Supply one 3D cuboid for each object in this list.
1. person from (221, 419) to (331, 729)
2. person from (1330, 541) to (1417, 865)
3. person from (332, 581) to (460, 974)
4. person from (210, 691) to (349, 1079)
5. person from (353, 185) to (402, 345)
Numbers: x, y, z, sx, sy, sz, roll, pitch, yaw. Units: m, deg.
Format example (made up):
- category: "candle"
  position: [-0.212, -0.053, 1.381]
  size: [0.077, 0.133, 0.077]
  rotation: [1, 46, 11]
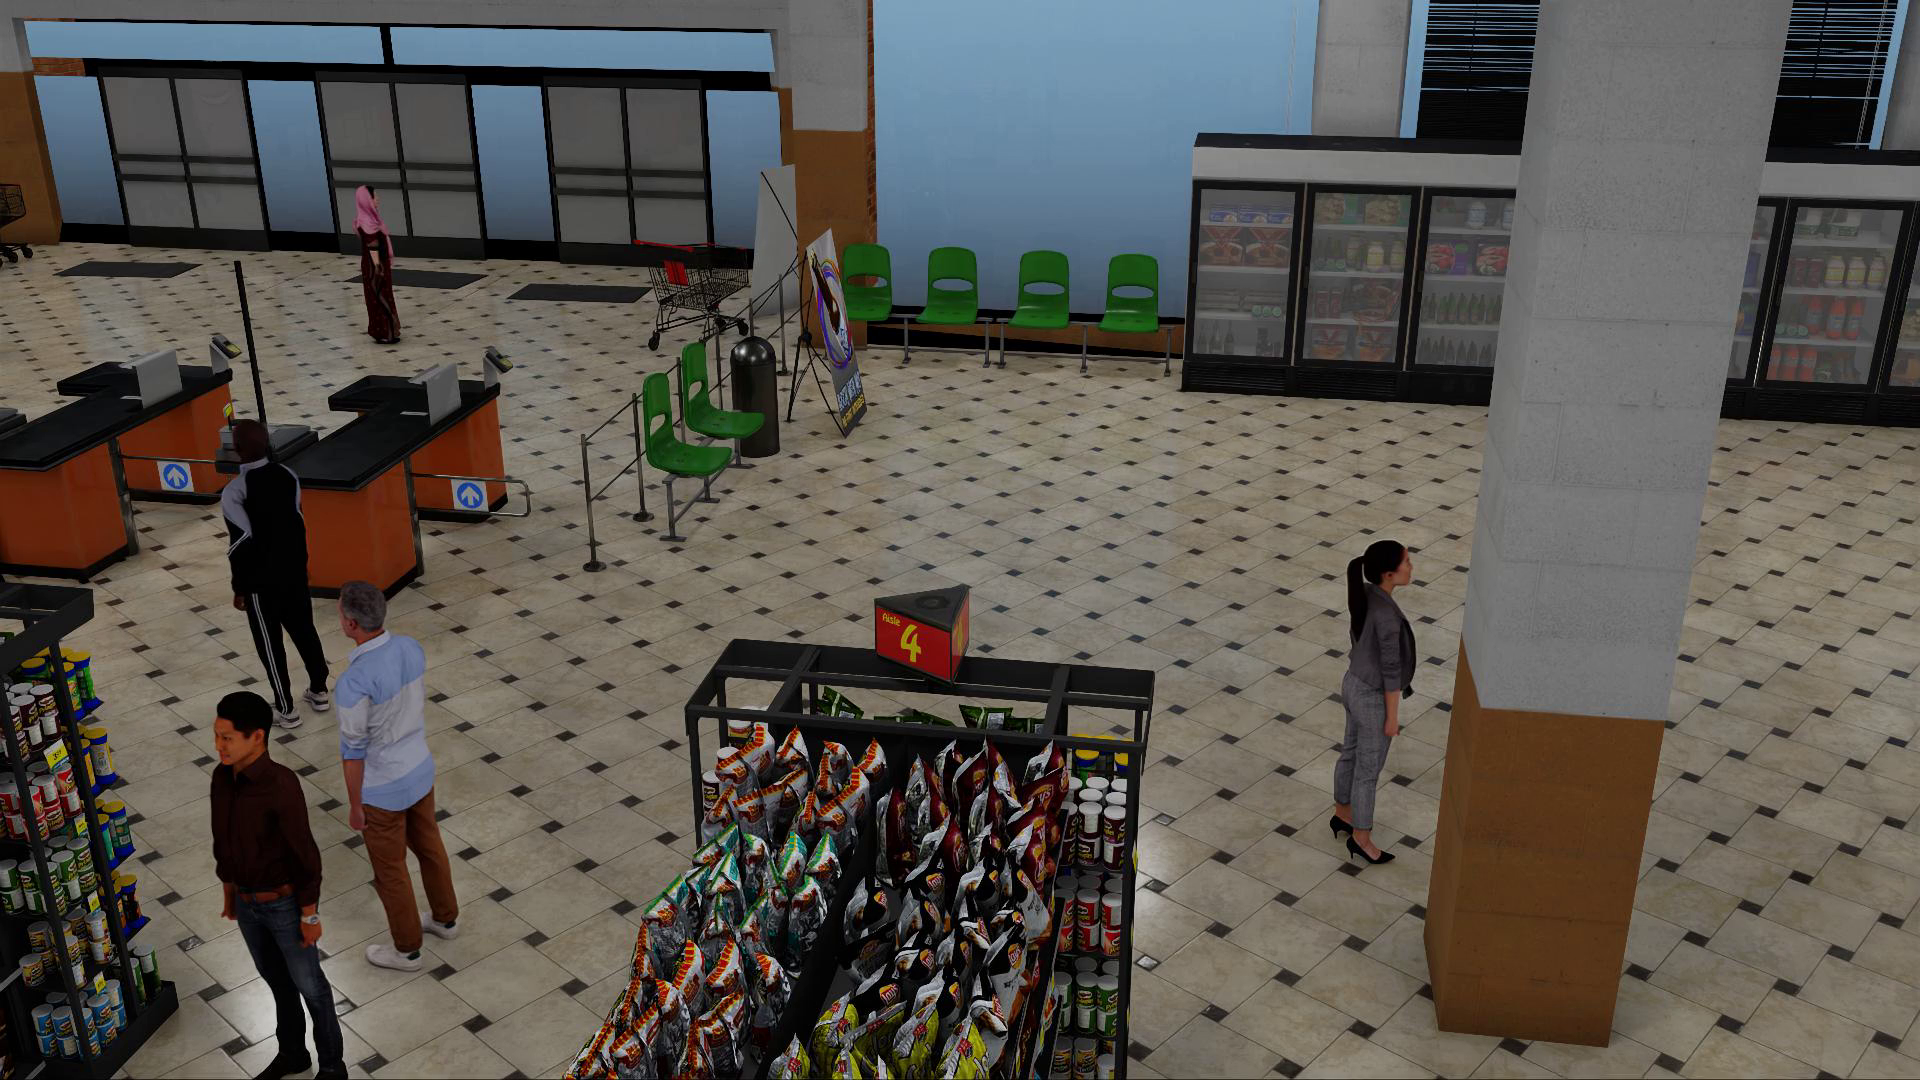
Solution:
- category: "person"
  position: [-3.897, 0.181, 9.439]
  size: [0.788, 1.828, 0.613]
  rotation: [12, 25, 28]
- category: "person"
  position: [2.007, 0.781, 8.146]
  size: [0.751, 1.678, 0.630]
  rotation: [-3, 22, -8]
- category: "person"
  position: [-2.491, 1.036, 7.317]
  size: [0.755, 1.824, 0.546]
  rotation: [6, 23, 16]
- category: "person"
  position: [-2.667, 1.392, 6.487]
  size: [0.709, 1.781, 0.632]
  rotation: [11, 24, 25]
- category: "person"
  position: [-6.075, -2.866, 17.276]
  size: [0.816, 1.638, 0.694]
  rotation: [-6, 23, -14]
